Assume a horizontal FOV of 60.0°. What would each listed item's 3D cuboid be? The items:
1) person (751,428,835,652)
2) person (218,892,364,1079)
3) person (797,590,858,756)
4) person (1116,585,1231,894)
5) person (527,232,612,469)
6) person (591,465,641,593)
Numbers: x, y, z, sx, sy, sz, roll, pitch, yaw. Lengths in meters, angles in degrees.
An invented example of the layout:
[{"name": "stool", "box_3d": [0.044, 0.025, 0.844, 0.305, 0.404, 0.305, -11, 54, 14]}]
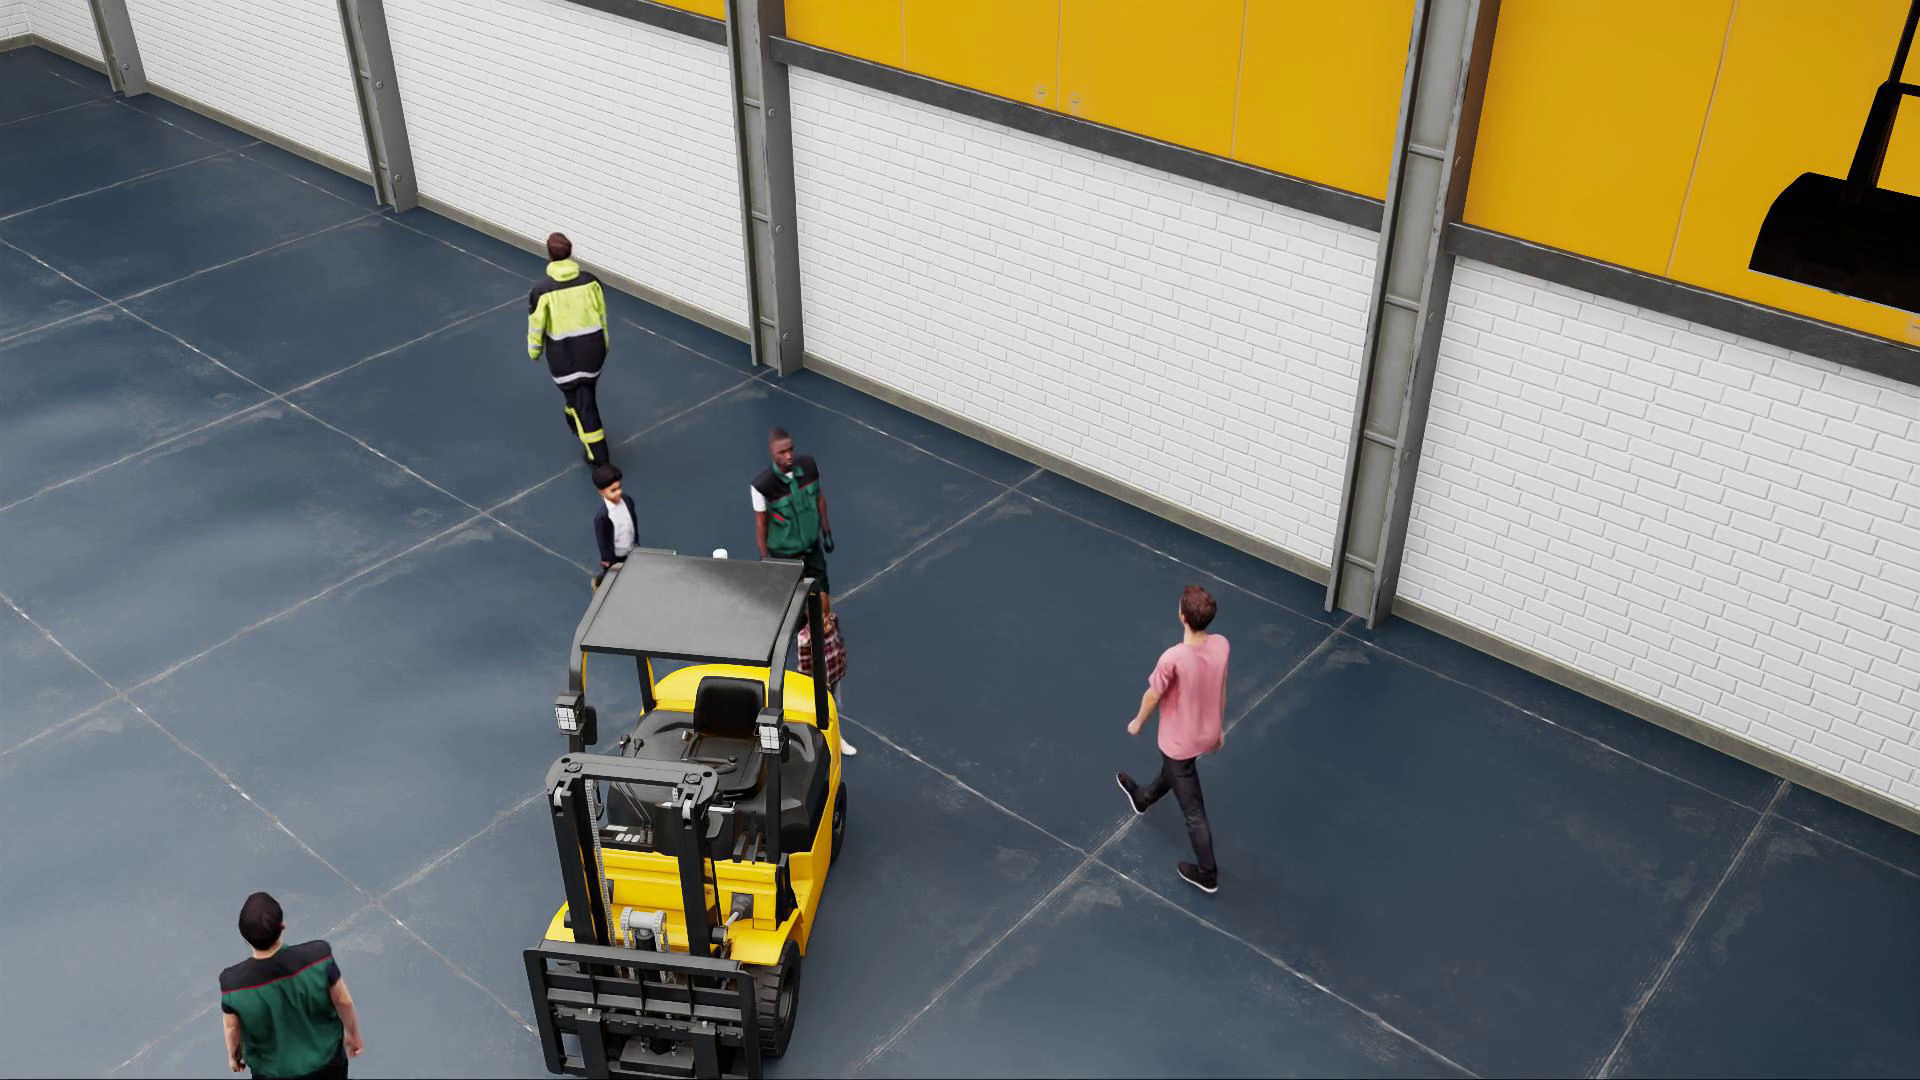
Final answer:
[{"name": "person", "box_3d": [-1.150, 0.023, 11.267, 0.796, 1.821, 1.025, -28, 42, -35]}, {"name": "person", "box_3d": [-2.988, 2.424, 7.598, 0.771, 1.885, 0.741, -23, 40, -30]}, {"name": "person", "box_3d": [-0.930, 0.824, 10.542, 0.754, 1.291, 0.610, 17, 37, 23]}, {"name": "person", "box_3d": [1.350, 1.196, 9.429, 0.814, 1.902, 1.271, -23, 40, -30]}, {"name": "person", "box_3d": [-3.080, -1.474, 13.419, 0.949, 1.933, 1.263, -24, 41, -32]}, {"name": "person", "box_3d": [-2.472, 0.004, 11.850, 0.810, 1.209, 0.502, 26, 42, 33]}]
